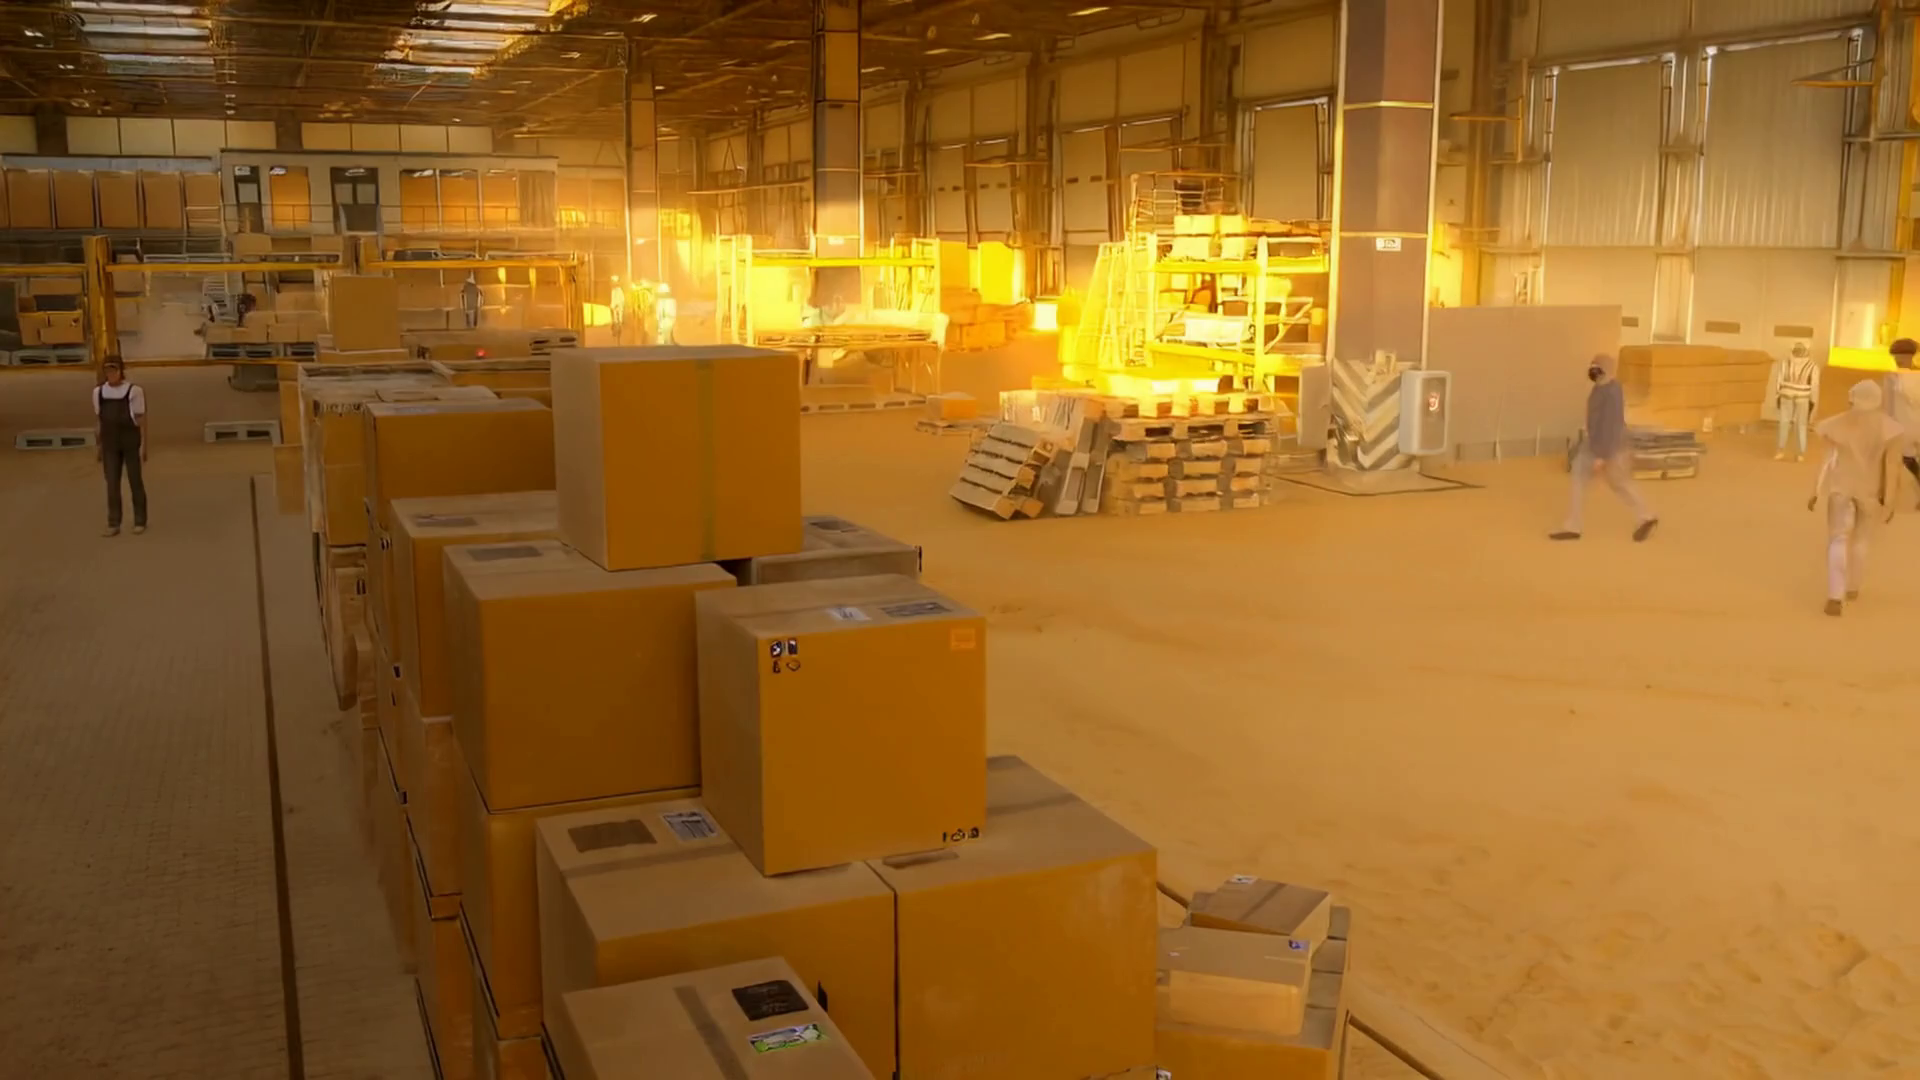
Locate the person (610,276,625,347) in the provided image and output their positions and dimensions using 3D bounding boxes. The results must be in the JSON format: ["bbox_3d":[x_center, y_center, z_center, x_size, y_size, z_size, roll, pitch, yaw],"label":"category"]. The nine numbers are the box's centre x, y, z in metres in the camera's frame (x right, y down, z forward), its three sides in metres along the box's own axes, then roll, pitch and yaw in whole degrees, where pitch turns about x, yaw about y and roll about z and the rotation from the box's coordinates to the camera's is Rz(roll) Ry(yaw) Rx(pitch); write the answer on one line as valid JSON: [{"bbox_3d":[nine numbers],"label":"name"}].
[{"bbox_3d":[-9.514,-6.346,46.245,0.403,1.943,0.606,-3,11,-15],"label":"person"}]

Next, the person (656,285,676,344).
[{"bbox_3d":[-6.949,-5.059,39.239,0.410,1.918,0.587,6,12,32],"label":"person"}]

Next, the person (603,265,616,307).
[{"bbox_3d":[-13.993,-10.065,66.718,0.898,1.957,0.637,7,12,33],"label":"person"}]

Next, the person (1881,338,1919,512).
[{"bbox_3d":[10.418,-1.267,18.339,0.554,1.914,0.840,-3,11,-15],"label":"person"}]

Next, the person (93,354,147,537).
[{"bbox_3d":[-8.459,-0.947,16.759,0.505,1.847,0.344,-1,10,-5],"label":"person"}]

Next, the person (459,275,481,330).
[{"bbox_3d":[-14.515,-6.875,49.284,0.628,1.901,0.878,-4,11,-19],"label":"person"}]

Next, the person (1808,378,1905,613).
[{"bbox_3d":[7.223,-0.361,13.444,0.649,1.890,1.048,5,11,25],"label":"person"}]

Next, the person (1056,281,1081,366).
[{"bbox_3d":[2.566,-5.098,39.221,0.621,1.992,0.397,-3,11,-14],"label":"person"}]

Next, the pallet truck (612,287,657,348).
[{"bbox_3d":[-6.464,-4.406,35.401,0.823,1.965,1.885,6,12,32],"label":"pallet truck"}]

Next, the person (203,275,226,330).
[{"bbox_3d":[-24.661,-7.785,54.558,0.889,1.813,0.624,-8,13,-36],"label":"person"}]

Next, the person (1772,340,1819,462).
[{"bbox_3d":[11.290,-1.881,22.473,0.522,1.639,0.305,9,14,42],"label":"person"}]

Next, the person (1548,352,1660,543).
[{"bbox_3d":[6.402,-0.898,16.374,0.968,1.904,0.636,2,10,9],"label":"person"}]

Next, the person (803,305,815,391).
[{"bbox_3d":[-2.962,-3.788,32.823,0.318,1.698,0.535,0,10,0],"label":"person"}]

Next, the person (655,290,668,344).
[{"bbox_3d":[-7.591,-5.482,42.104,0.510,1.703,0.861,-7,13,-36],"label":"person"}]

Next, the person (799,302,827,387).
[{"bbox_3d":[-3.066,-3.994,33.892,0.904,1.723,0.525,-6,12,-31],"label":"person"}]

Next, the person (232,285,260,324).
[{"bbox_3d":[-18.523,-5.735,43.295,0.951,1.794,0.637,6,12,30],"label":"person"}]
